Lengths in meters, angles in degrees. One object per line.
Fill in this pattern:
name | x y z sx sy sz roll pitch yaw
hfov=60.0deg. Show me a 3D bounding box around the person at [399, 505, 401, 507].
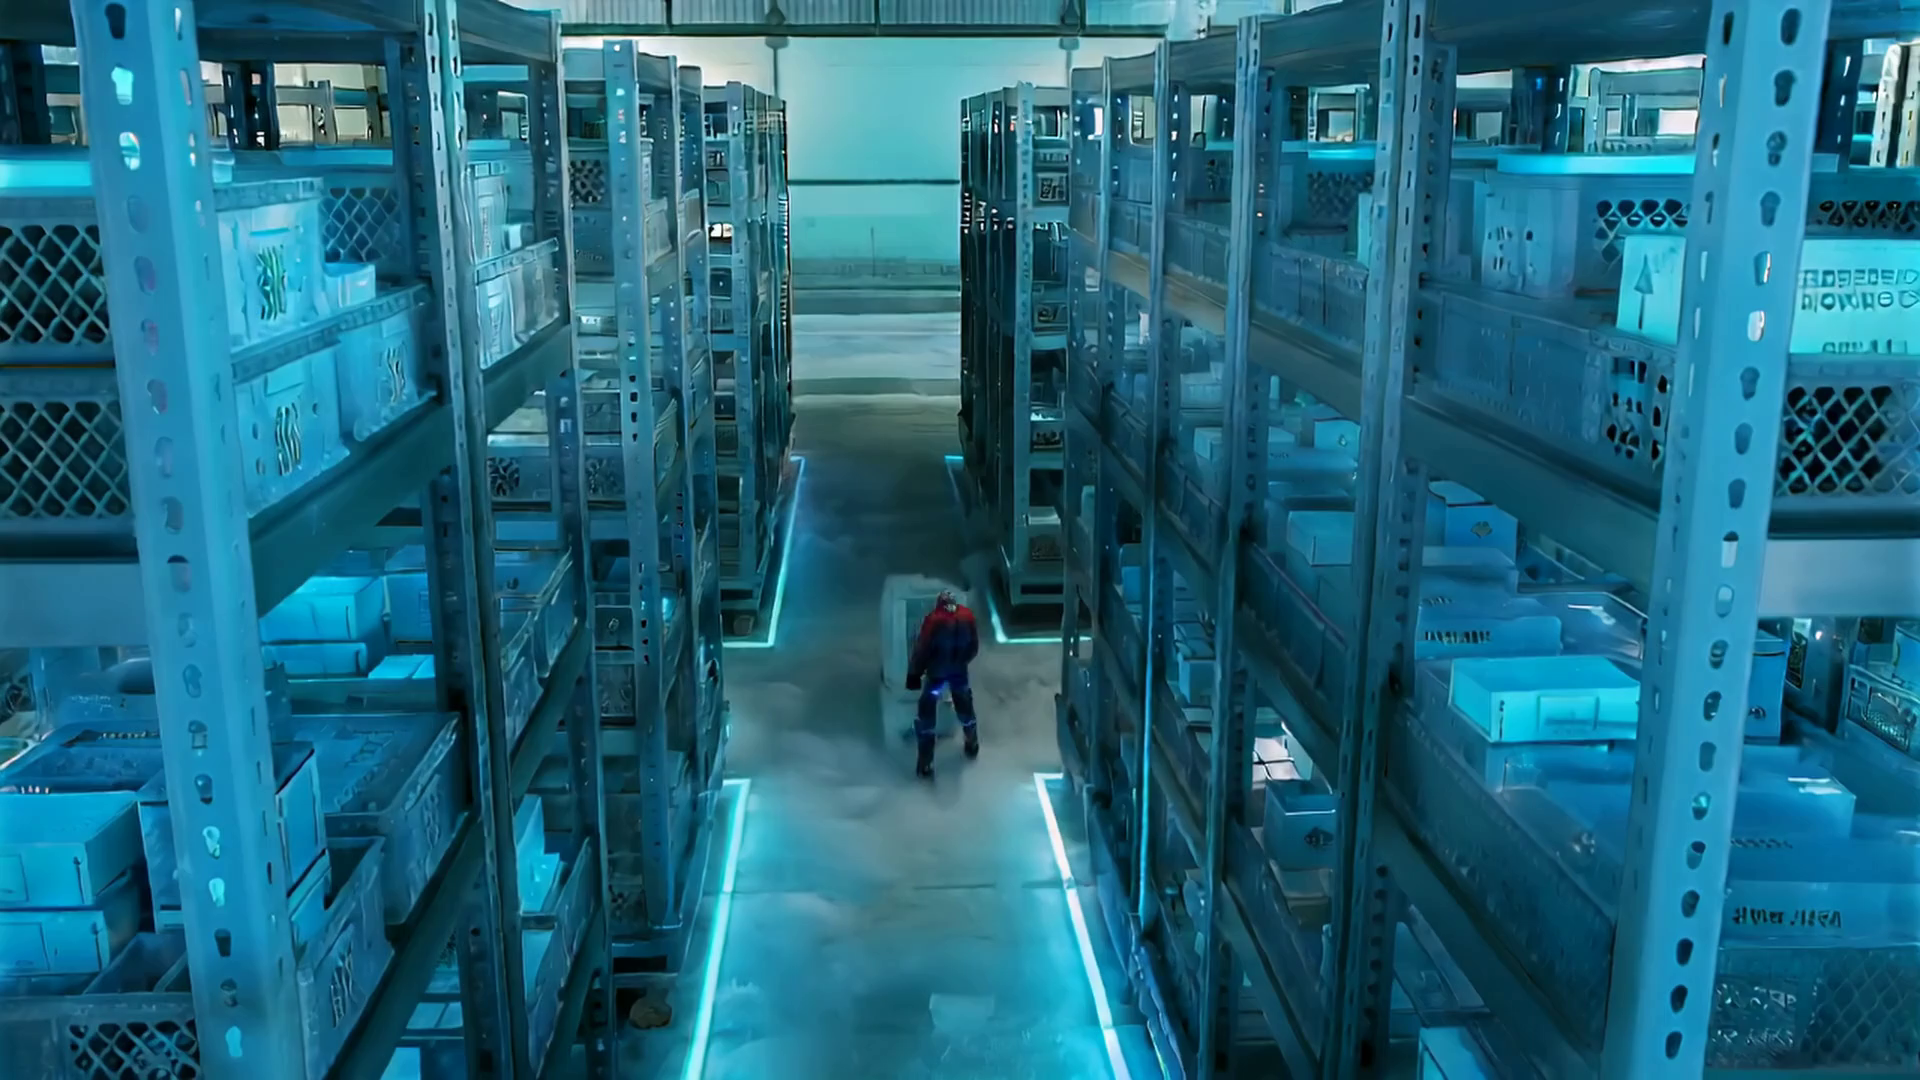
person | -3.349 0.174 9.372 0.944 1.788 0.581 -2 14 -10
